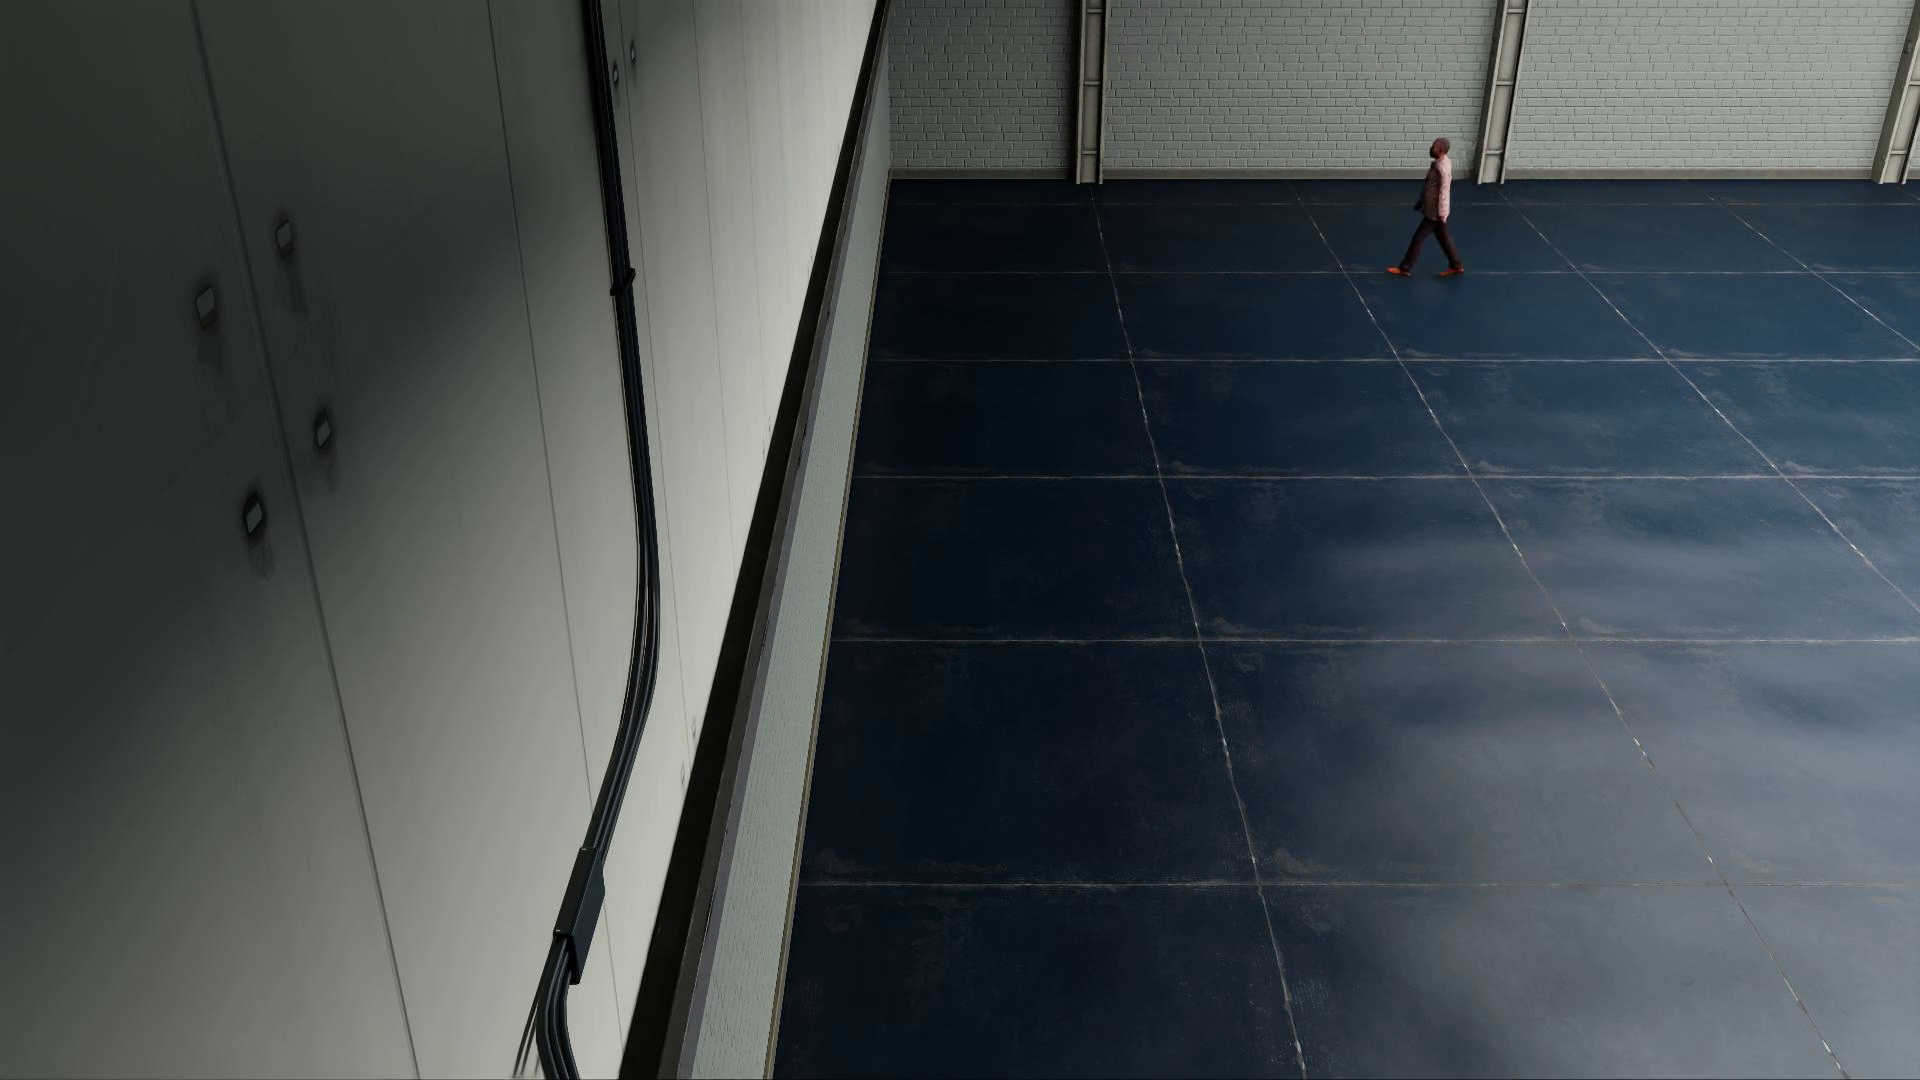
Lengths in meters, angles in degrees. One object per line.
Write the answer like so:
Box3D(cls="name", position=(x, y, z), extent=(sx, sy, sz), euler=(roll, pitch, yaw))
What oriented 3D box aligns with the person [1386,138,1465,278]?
Box3D(cls="person", position=(5.994, -4.080, 20.626), extent=(1.259, 1.767, 0.909), euler=(8, 29, 15))
